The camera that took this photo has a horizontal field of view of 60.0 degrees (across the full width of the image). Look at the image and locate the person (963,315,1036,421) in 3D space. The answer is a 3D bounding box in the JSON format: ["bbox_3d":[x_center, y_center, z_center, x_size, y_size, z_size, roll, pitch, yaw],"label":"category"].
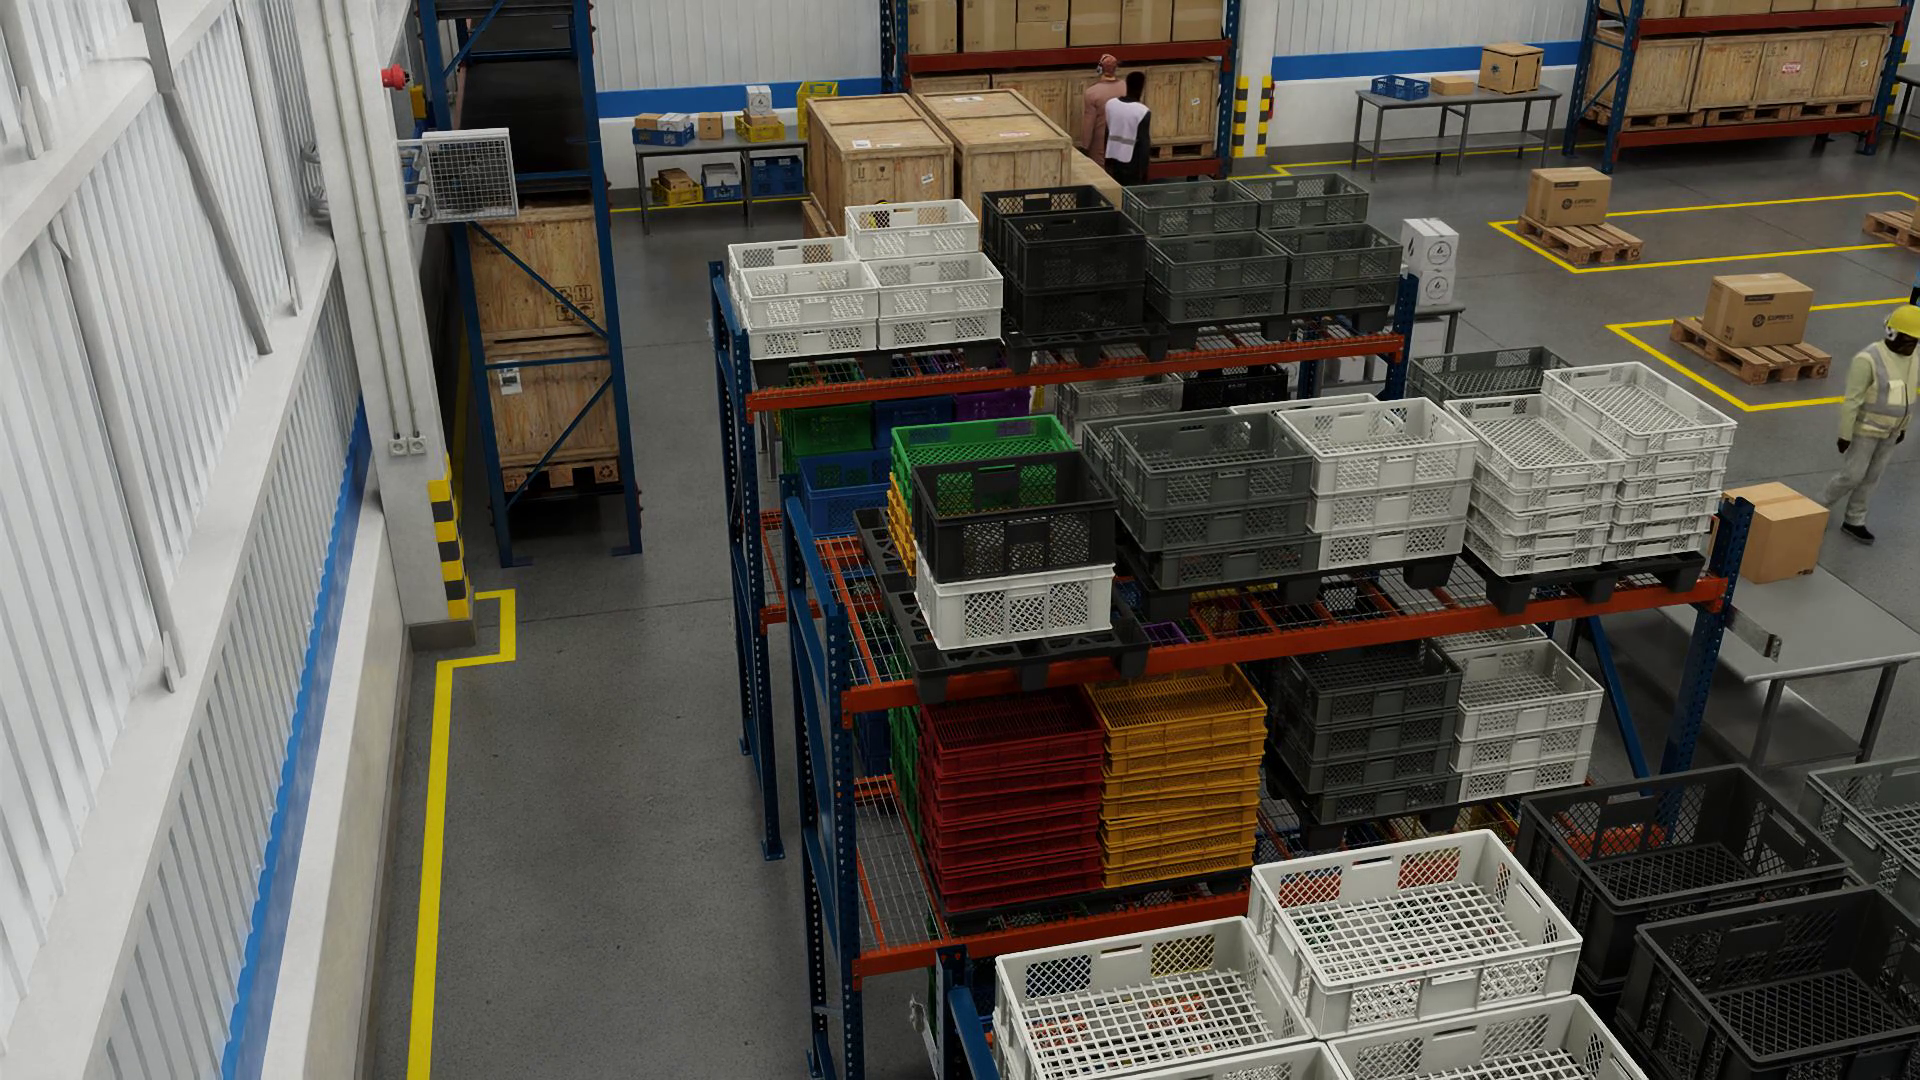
[{"bbox_3d":[0.276,-1.023,12.244,0.576,1.882,0.355,14,31,24],"label":"person"}]

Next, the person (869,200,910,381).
[{"bbox_3d":[-0.625,-1.940,13.994,0.513,1.872,0.328,-14,31,-24],"label":"person"}]

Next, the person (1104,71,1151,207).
[{"bbox_3d":[1.823,-4.158,18.180,0.609,1.900,0.464,22,35,36],"label":"person"}]

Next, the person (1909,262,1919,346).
[{"bbox_3d":[8.319,-1.909,14.127,0.535,1.694,0.319,11,30,20],"label":"person"}]

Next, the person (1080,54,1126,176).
[{"bbox_3d":[1.634,-4.540,18.888,0.651,1.907,0.409,-16,32,-27],"label":"person"}]

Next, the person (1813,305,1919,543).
[{"bbox_3d":[6.564,-0.842,11.968,0.614,1.819,0.471,-11,30,-20],"label":"person"}]
